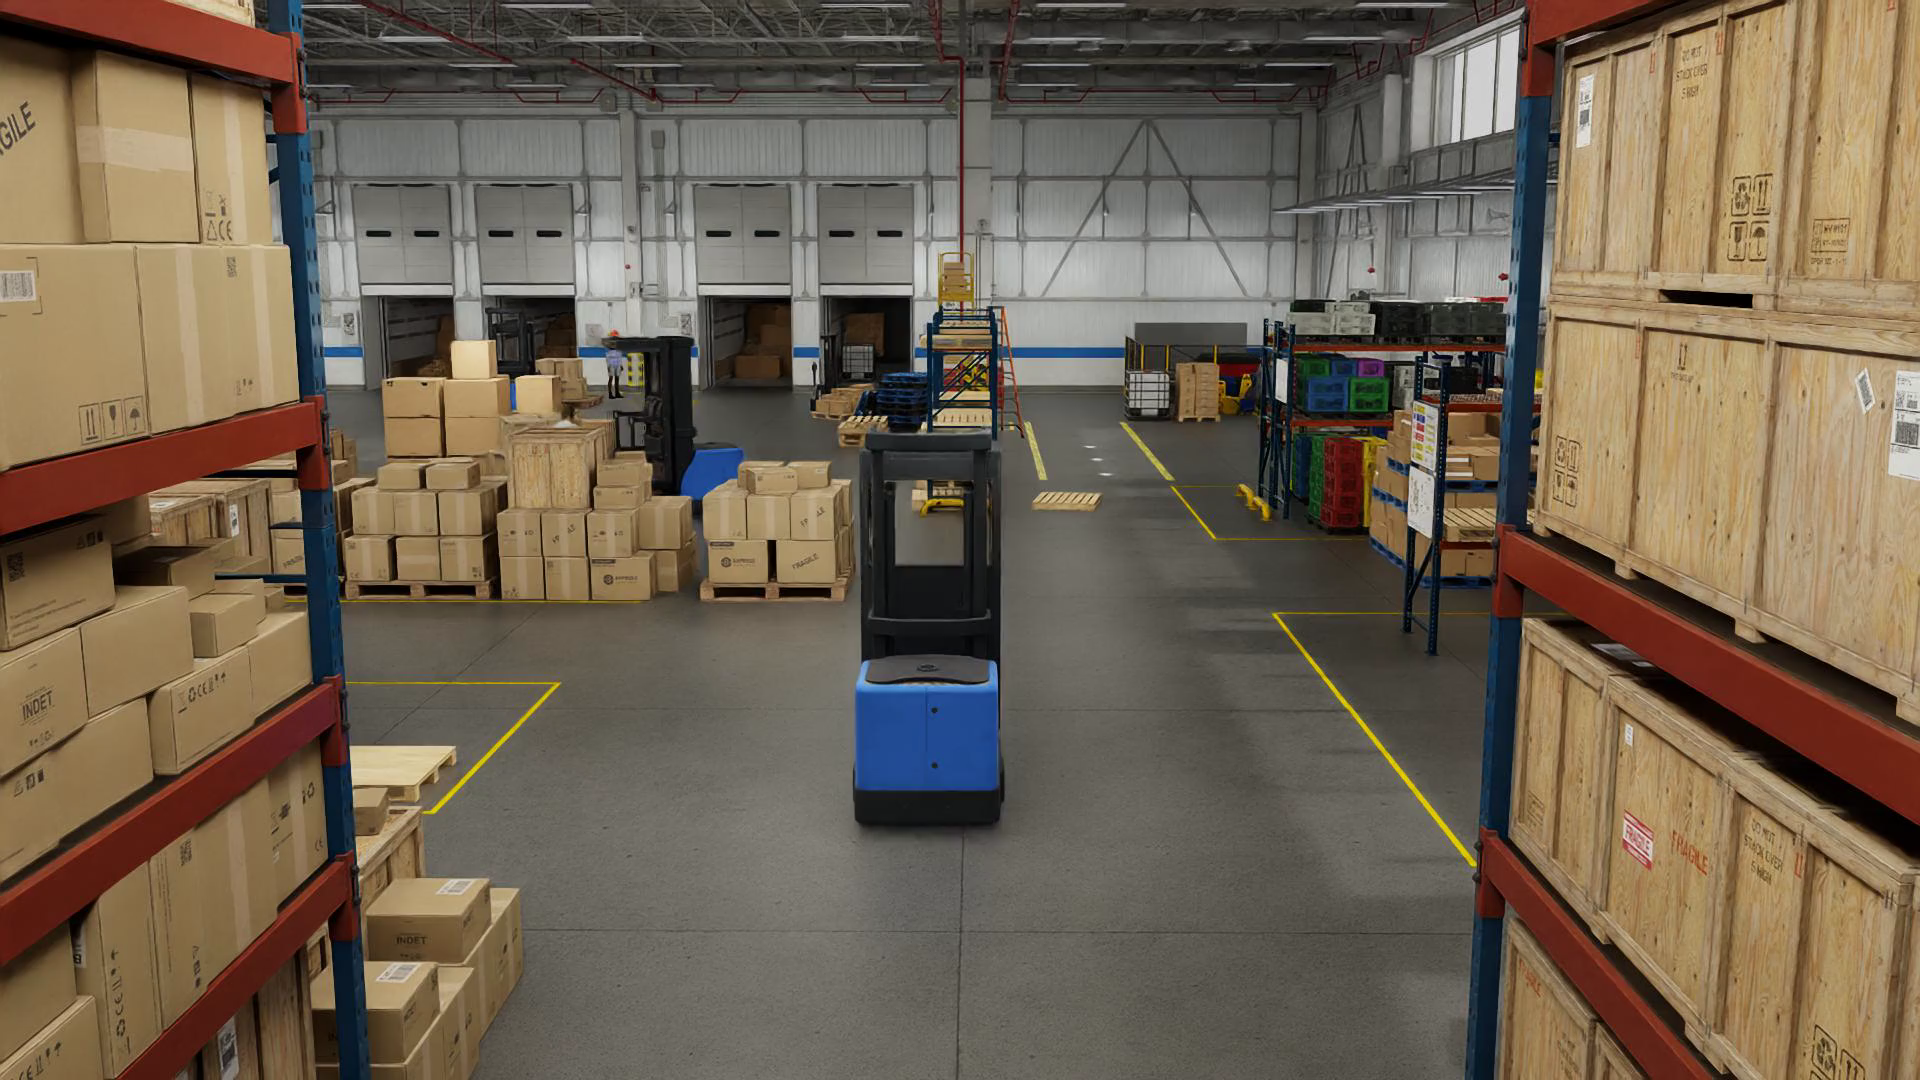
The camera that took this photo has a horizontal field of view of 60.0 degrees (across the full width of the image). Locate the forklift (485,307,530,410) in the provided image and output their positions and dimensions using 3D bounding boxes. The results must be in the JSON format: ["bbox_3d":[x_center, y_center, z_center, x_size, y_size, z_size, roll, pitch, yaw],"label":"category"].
[{"bbox_3d":[-10.754,-4.150,39.646,1.129,2.768,1.873,0,10,1],"label":"forklift"}]

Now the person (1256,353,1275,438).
[{"bbox_3d":[6.898,-3.207,36.996,0.638,1.920,0.407,0,10,-1],"label":"person"}]

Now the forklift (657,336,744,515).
[{"bbox_3d":[-4.406,-1.785,26.002,1.873,2.768,1.129,-5,11,-24],"label":"forklift"}]

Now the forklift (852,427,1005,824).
[{"bbox_3d":[-0.229,0.544,12.566,1.129,2.768,1.873,0,10,1],"label":"forklift"}]

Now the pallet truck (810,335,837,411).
[{"bbox_3d":[-3.021,-4.312,43.126,1.885,1.965,0.823,3,10,17],"label":"pallet truck"}]

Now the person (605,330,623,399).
[{"bbox_3d":[-9.758,-4.964,47.058,0.374,1.939,0.545,9,13,42],"label":"person"}]

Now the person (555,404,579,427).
[{"bbox_3d":[-5.876,-1.092,24.895,0.640,1.892,1.013,9,13,41],"label":"person"}]
